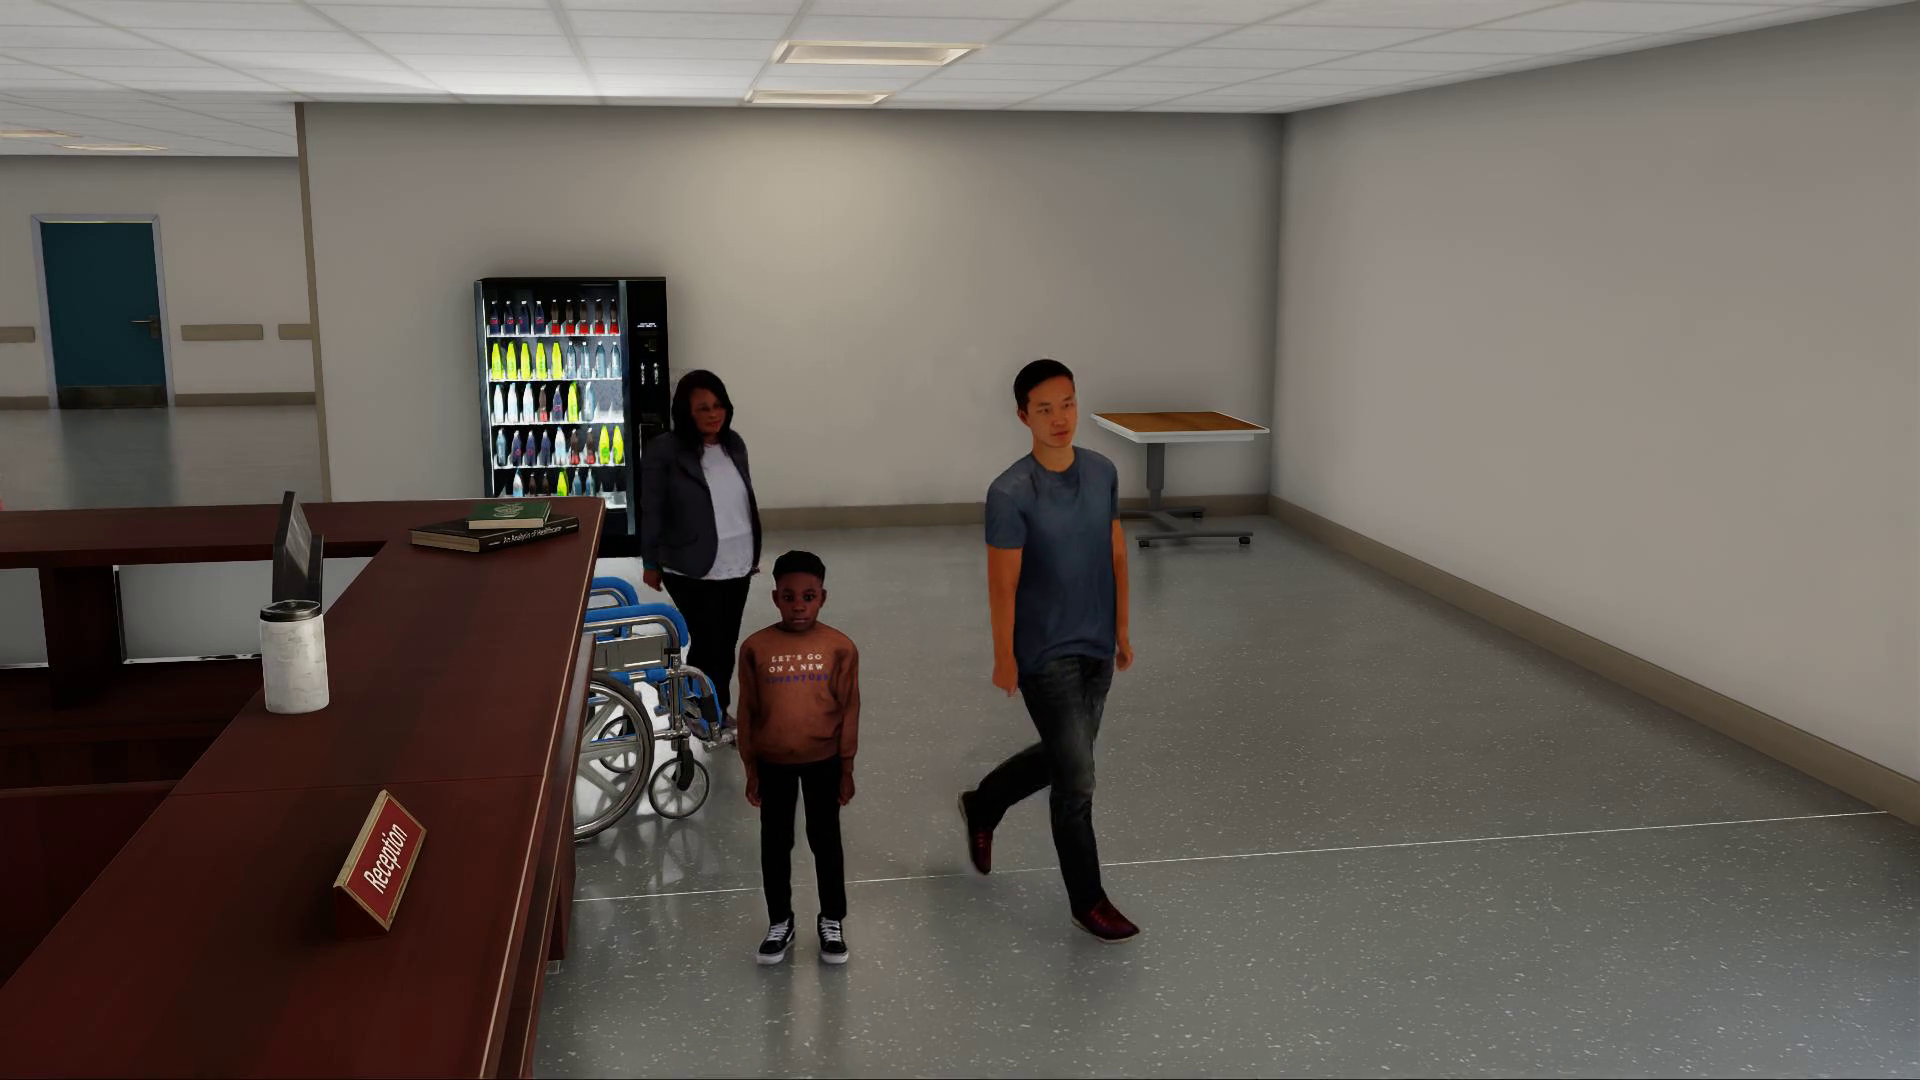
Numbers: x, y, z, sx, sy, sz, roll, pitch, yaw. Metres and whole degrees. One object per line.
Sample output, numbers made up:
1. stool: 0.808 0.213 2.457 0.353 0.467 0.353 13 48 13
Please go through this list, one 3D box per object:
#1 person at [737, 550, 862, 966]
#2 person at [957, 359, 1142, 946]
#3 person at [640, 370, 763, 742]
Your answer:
1. person: -0.478 0.641 4.983 0.464 1.255 0.614 0 11 2
2. person: 0.252 0.332 5.211 1.115 1.777 1.070 -10 15 -42
3. person: -1.122 0.083 7.030 0.915 1.588 0.837 8 13 35
